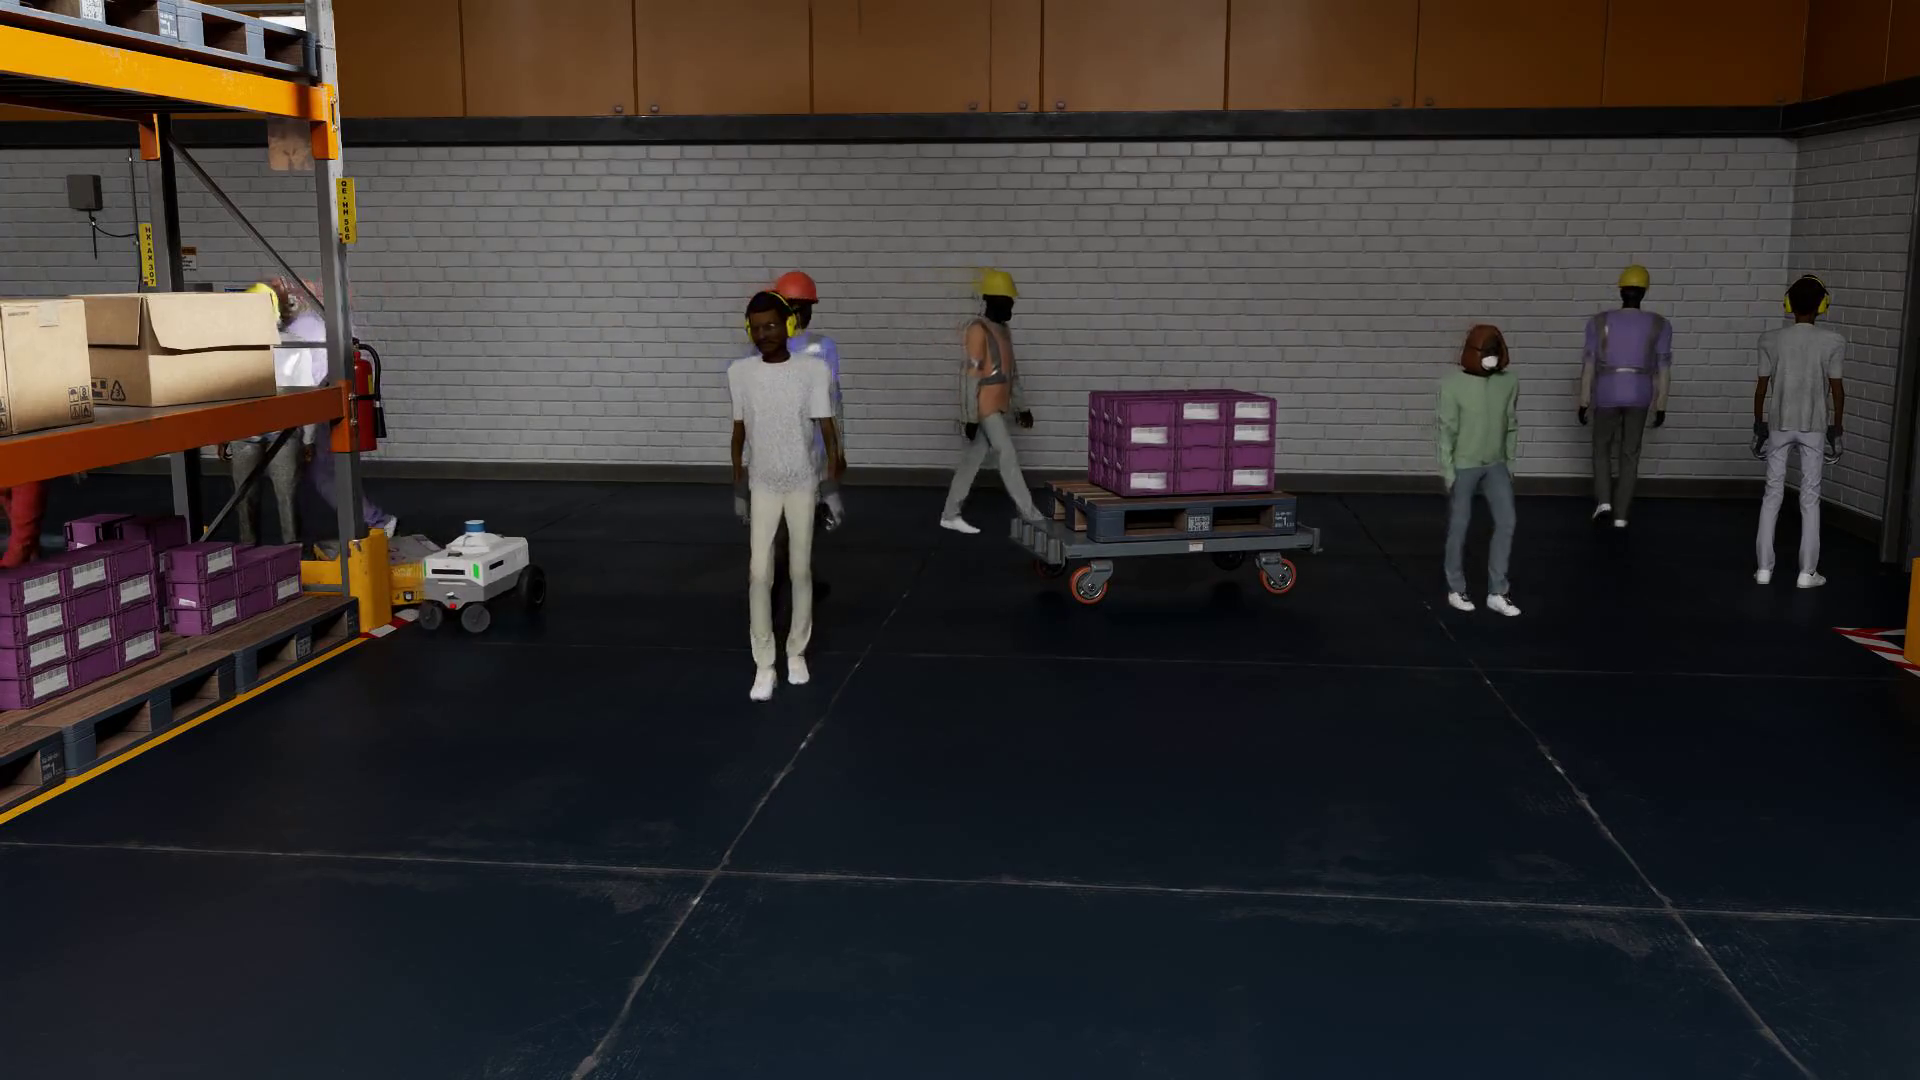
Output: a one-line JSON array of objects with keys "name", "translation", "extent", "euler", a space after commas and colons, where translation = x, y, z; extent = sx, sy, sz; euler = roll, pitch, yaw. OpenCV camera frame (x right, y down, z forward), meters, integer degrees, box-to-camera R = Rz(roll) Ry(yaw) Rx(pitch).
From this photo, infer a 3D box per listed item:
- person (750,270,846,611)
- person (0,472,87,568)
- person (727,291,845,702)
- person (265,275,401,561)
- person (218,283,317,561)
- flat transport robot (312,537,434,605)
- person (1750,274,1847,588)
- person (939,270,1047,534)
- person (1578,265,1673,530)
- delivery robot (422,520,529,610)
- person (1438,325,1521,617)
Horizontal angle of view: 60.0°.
[{"name": "person", "translation": [-0.931, -0.545, 9.321], "extent": [0.559, 1.913, 0.807], "euler": [5, 11, 28]}, {"name": "person", "translation": [-5.039, -0.368, 8.876], "extent": [0.536, 1.736, 0.880], "euler": [1, 10, 6]}, {"name": "person", "translation": [-0.791, -0.196, 7.545], "extent": [0.543, 1.834, 0.784], "euler": [0, 10, -2]}, {"name": "person", "translation": [-4.091, -0.755, 10.643], "extent": [0.846, 1.867, 0.648], "euler": [-2, 10, -12]}, {"name": "person", "translation": [-4.263, -0.659, 10.229], "extent": [0.592, 1.819, 0.404], "euler": [-4, 11, -20]}, {"name": "flat transport robot", "translation": [-3.417, 0.168, 9.898], "extent": [0.652, 0.197, 1.431], "euler": [-6, 12, -28]}, {"name": "person", "translation": [5.032, -0.647, 9.991], "extent": [0.513, 1.877, 0.328], "euler": [7, 12, 34]}, {"name": "person", "translation": [0.272, -0.941, 11.671], "extent": [0.986, 1.874, 0.606], "euler": [3, 10, 17]}, {"name": "person", "translation": [4.823, -1.033, 12.086], "extent": [0.619, 1.908, 0.487], "euler": [3, 10, 19]}, {"name": "delivery robot", "translation": [-2.619, 0.137, 9.013], "extent": [0.477, 0.478, 0.707], "euler": [1, 10, 8]}, {"name": "person", "translation": [2.892, -0.372, 9.162], "extent": [0.518, 1.607, 0.631], "euler": [-2, 10, -13]}]
